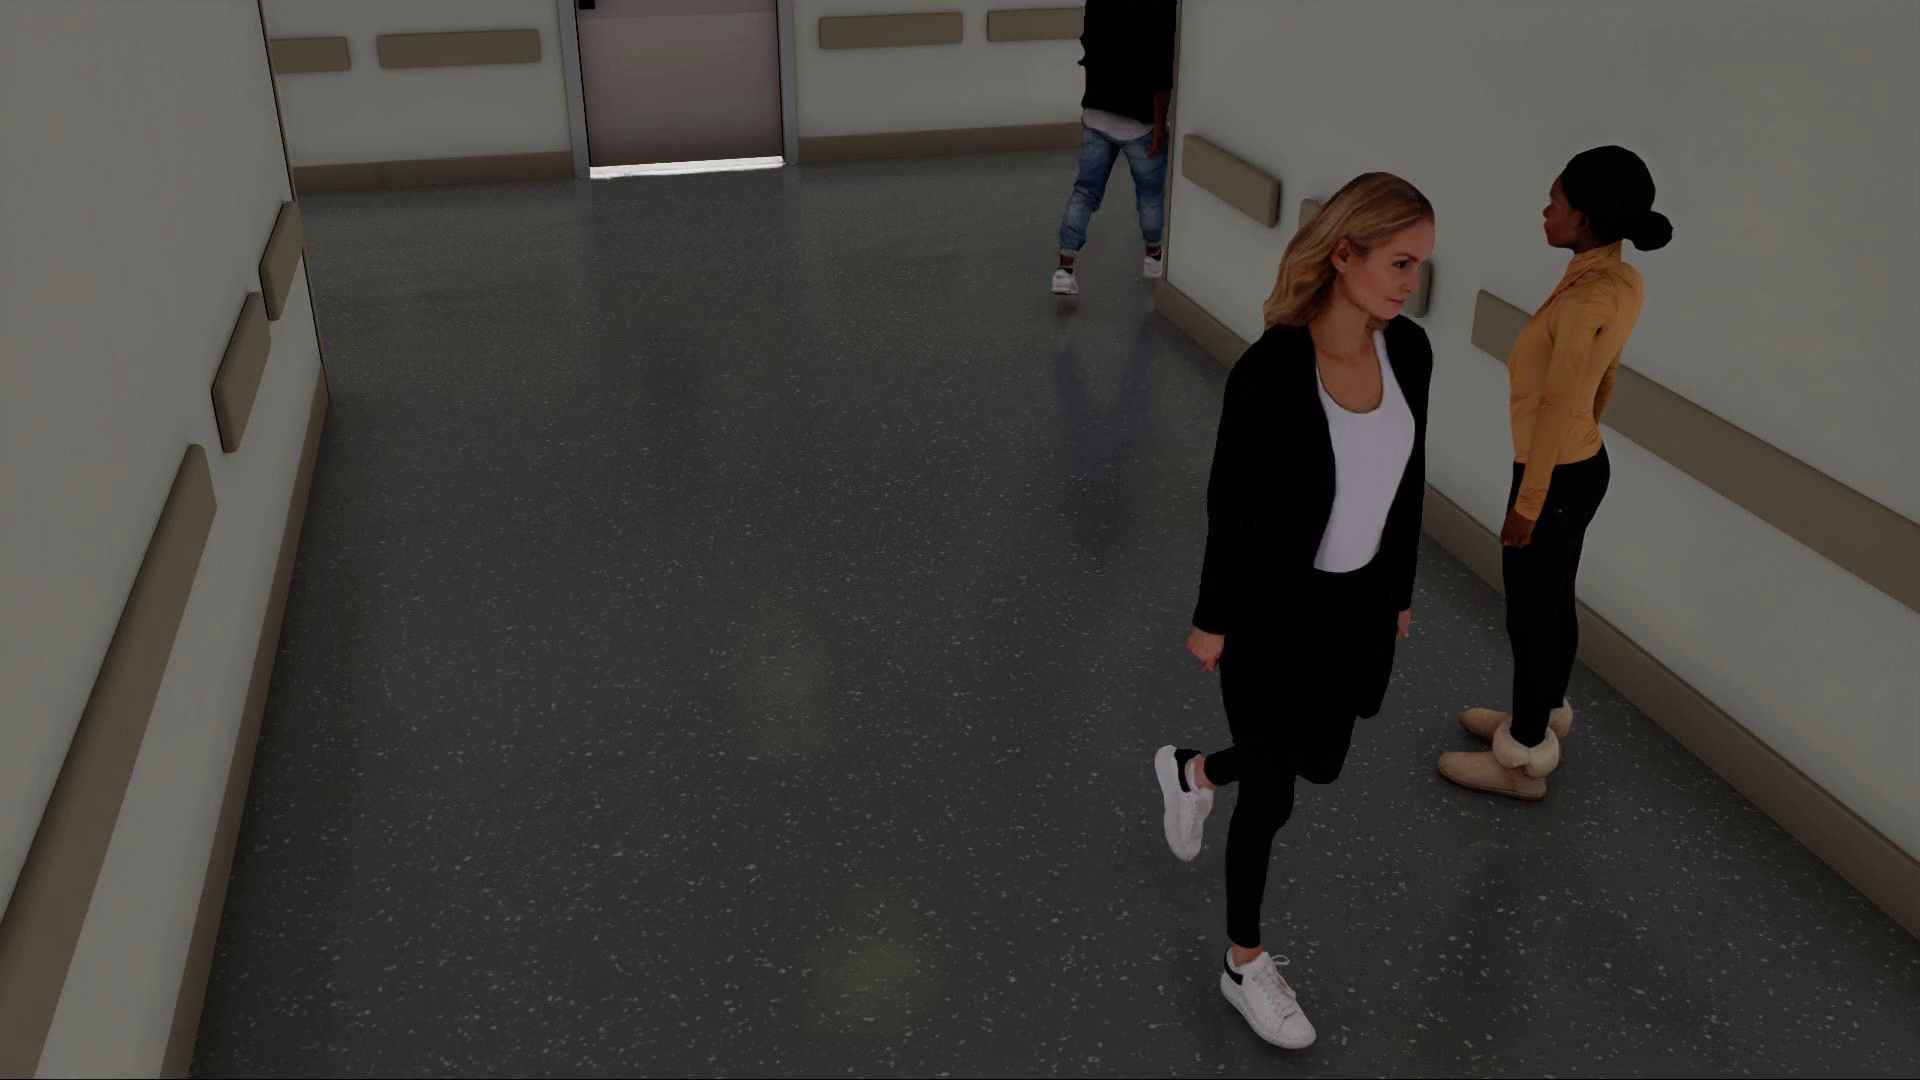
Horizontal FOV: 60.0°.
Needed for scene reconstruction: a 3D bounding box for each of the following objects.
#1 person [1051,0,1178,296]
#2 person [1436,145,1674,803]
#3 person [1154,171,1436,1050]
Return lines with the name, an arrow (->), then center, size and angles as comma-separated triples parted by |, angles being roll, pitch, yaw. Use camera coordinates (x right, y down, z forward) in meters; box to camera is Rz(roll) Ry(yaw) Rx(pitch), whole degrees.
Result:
person -> 0.716, -1.977, 7.799 | 1.185, 1.752, 1.322 | 18, 31, 32
person -> 1.479, -0.141, 4.095 | 0.733, 1.661, 0.666 | 16, 30, 30
person -> 0.659, 0.127, 3.400 | 0.969, 1.782, 0.846 | -10, 28, -21
